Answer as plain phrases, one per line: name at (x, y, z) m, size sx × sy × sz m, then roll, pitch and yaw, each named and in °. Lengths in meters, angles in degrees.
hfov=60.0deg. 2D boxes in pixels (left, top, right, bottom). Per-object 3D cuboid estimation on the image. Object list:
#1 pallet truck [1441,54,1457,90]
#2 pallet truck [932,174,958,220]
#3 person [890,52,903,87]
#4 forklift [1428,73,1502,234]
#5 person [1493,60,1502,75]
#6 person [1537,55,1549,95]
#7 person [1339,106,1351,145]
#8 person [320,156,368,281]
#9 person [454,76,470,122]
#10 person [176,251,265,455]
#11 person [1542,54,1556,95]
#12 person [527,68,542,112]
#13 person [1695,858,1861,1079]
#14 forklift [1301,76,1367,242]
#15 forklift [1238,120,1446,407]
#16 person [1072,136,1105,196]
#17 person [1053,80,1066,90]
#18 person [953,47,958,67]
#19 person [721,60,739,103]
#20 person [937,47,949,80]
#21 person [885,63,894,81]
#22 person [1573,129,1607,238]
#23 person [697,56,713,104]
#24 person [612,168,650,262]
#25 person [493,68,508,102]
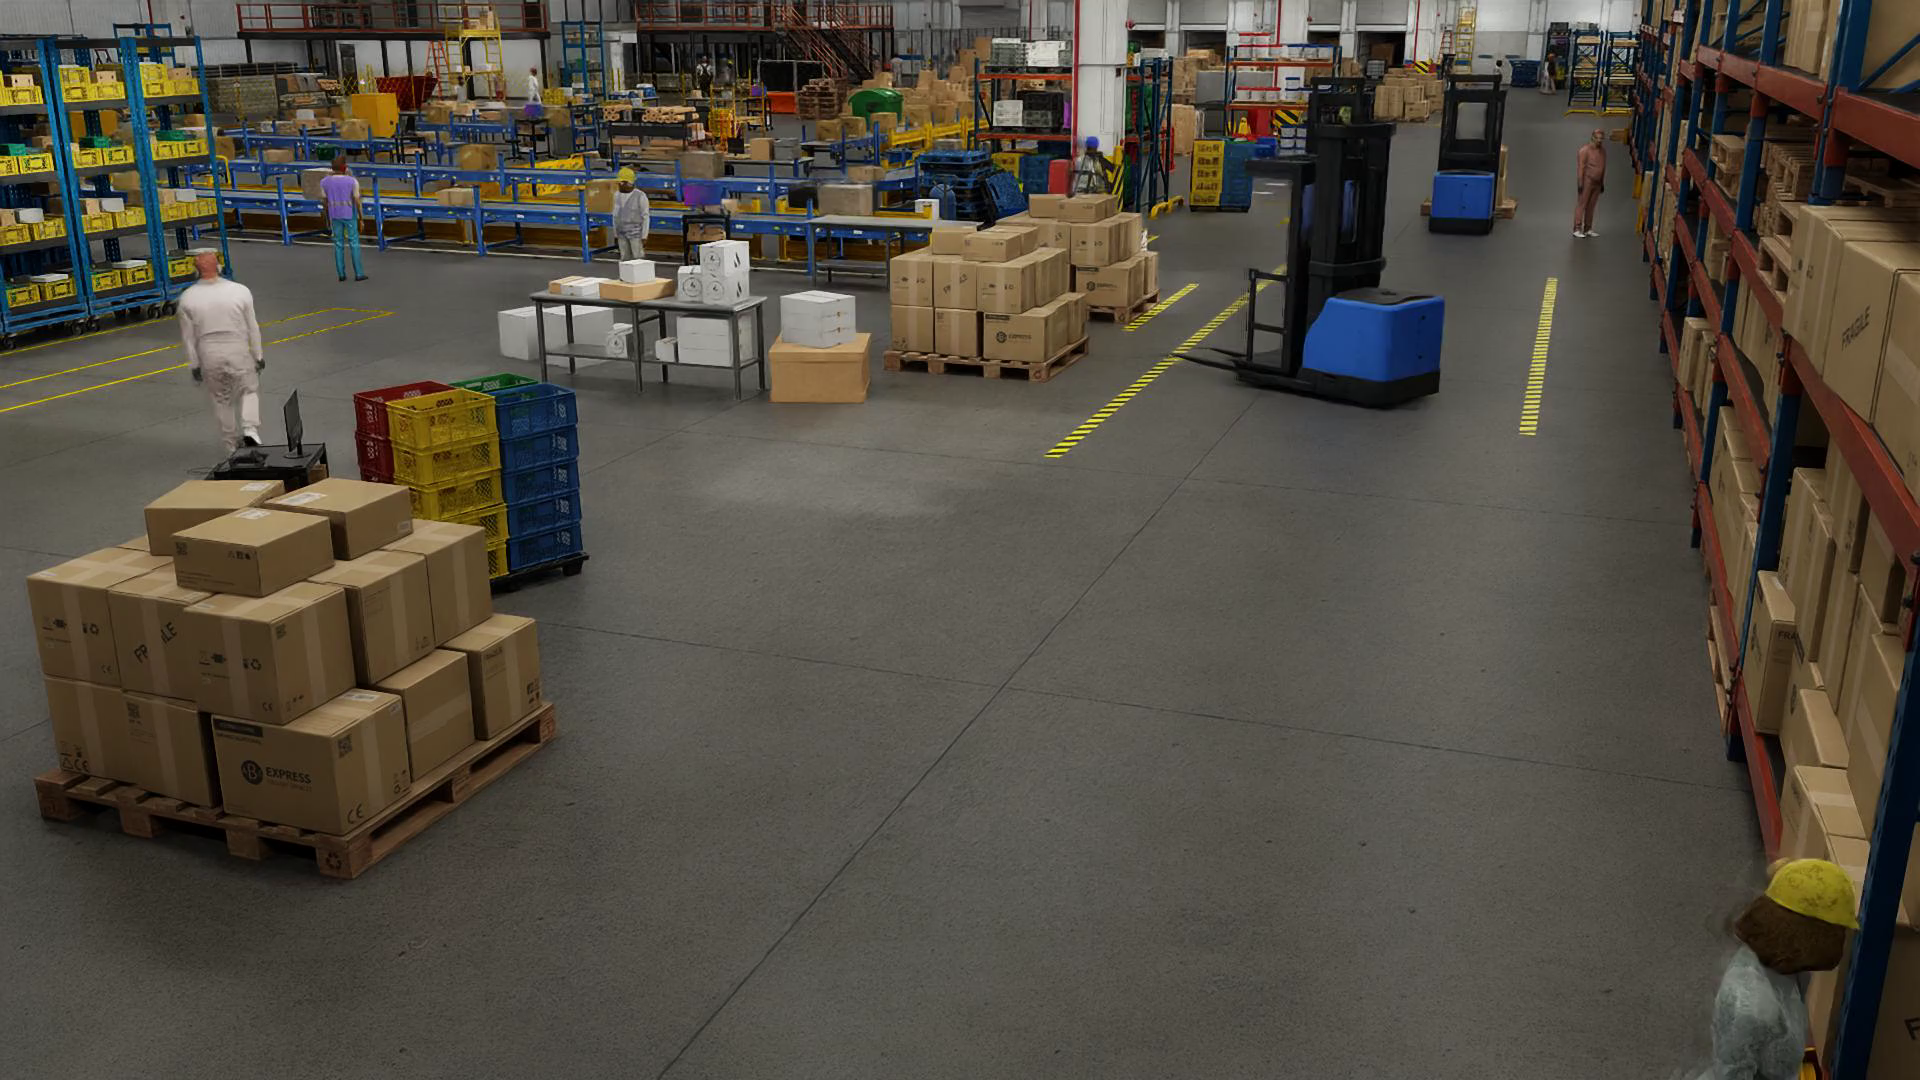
pallet truck at (22.765, -21.886, 78.355) m, size 0.823 × 1.965 × 1.885 m, roll -4°, pitch 18°, yaw -14°
pallet truck at (-0.507, -5.292, 27.348) m, size 0.653 × 1.274 × 1.630 m, roll 6°, pitch 19°, yaw 19°
person at (-3.179, -23.410, 83.244) m, size 0.631 × 1.938 × 0.391 m, roll -4°, pitch 18°, yaw -12°
forklift at (9.343, -7.129, 30.554) m, size 1.129 × 2.768 × 1.873 m, roll 6°, pitch 19°, yaw 19°
person at (23.876, -20.401, 73.968) m, size 0.431 × 1.836 × 0.619 m, roll 5°, pitch 18°, yaw 16°
person at (28.389, -22.525, 80.568) m, size 0.479 × 1.874 × 0.585 m, roll -7°, pitch 19°, yaw -22°
person at (10.705, -11.389, 45.922) m, size 0.561 × 1.669 × 0.604 m, roll -16°, pitch 23°, yaw -40°
person at (-9.239, -4.802, 24.928) m, size 0.572 × 1.840 × 0.373 m, roll -1°, pitch 18°, yaw -2°
person at (-16.914, -14.772, 56.297) m, size 0.966 × 1.827 × 0.532 m, roll 11°, pitch 21°, yaw 32°
person at (-6.591, -1.633, 14.895) m, size 0.662 × 1.886 × 0.459 m, roll -6°, pitch 19°, yaw -19°
person at (28.560, -22.485, 80.337) m, size 0.645 × 1.933 × 0.725 m, roll -16°, pitch 23°, yaw -40°
person at (-16.357, -17.177, 63.848) m, size 1.004 × 1.836 × 0.580 m, roll 6°, pitch 19°, yaw 18°
person at (2.231, 1.697, 4.722) m, size 0.414 × 1.705 × 0.518 m, roll 11°, pitch 21°, yaw 31°
forklift at (6.598, -6.755, 29.381) m, size 1.129 × 2.768 × 1.873 m, roll 6°, pitch 19°, yaw 19°
forklift at (4.071, -2.948, 17.417) m, size 1.129 × 2.768 × 1.873 m, roll -15°, pitch 23°, yaw -39°
person at (2.266, -5.807, 27.966) m, size 0.909 × 1.909 × 0.644 m, roll 14°, pitch 22°, yaw 37°
person at (4.472, -20.718, 74.653) m, size 0.652 × 2.020 × 0.507 m, roll -5°, pitch 18°, yaw -15°
person at (-0.156, -26.359, 92.415) m, size 0.608 × 1.995 × 0.377 m, roll 10°, pitch 20°, yaw 28°
person at (-10.222, -20.279, 73.537) m, size 1.021 × 1.872 × 0.597 m, roll 6°, pitch 19°, yaw 19°
person at (-0.968, -27.044, 94.674) m, size 0.626 × 1.931 × 0.448 m, roll -3°, pitch 18°, yaw -9°
person at (-2.929, -18.193, 66.896) m, size 0.548 × 1.916 × 0.796 m, roll -12°, pitch 21°, yaw -33°
person at (11.326, -6.386, 29.814) m, size 0.639 × 1.902 × 0.407 m, roll -10°, pitch 20°, yaw -28°
person at (-11.172, -20.182, 72.931) m, size 0.688 × 2.000 × 0.538 m, roll -3°, pitch 18°, yaw -10°
person at (-4.642, -4.305, 23.384) m, size 0.600 × 1.829 × 0.404 m, roll 9°, pitch 20°, yaw 27°
person at (-18.120, -17.715, 65.642) m, size 0.519 × 1.756 × 0.341 m, roll -3°, pitch 18°, yaw -8°
